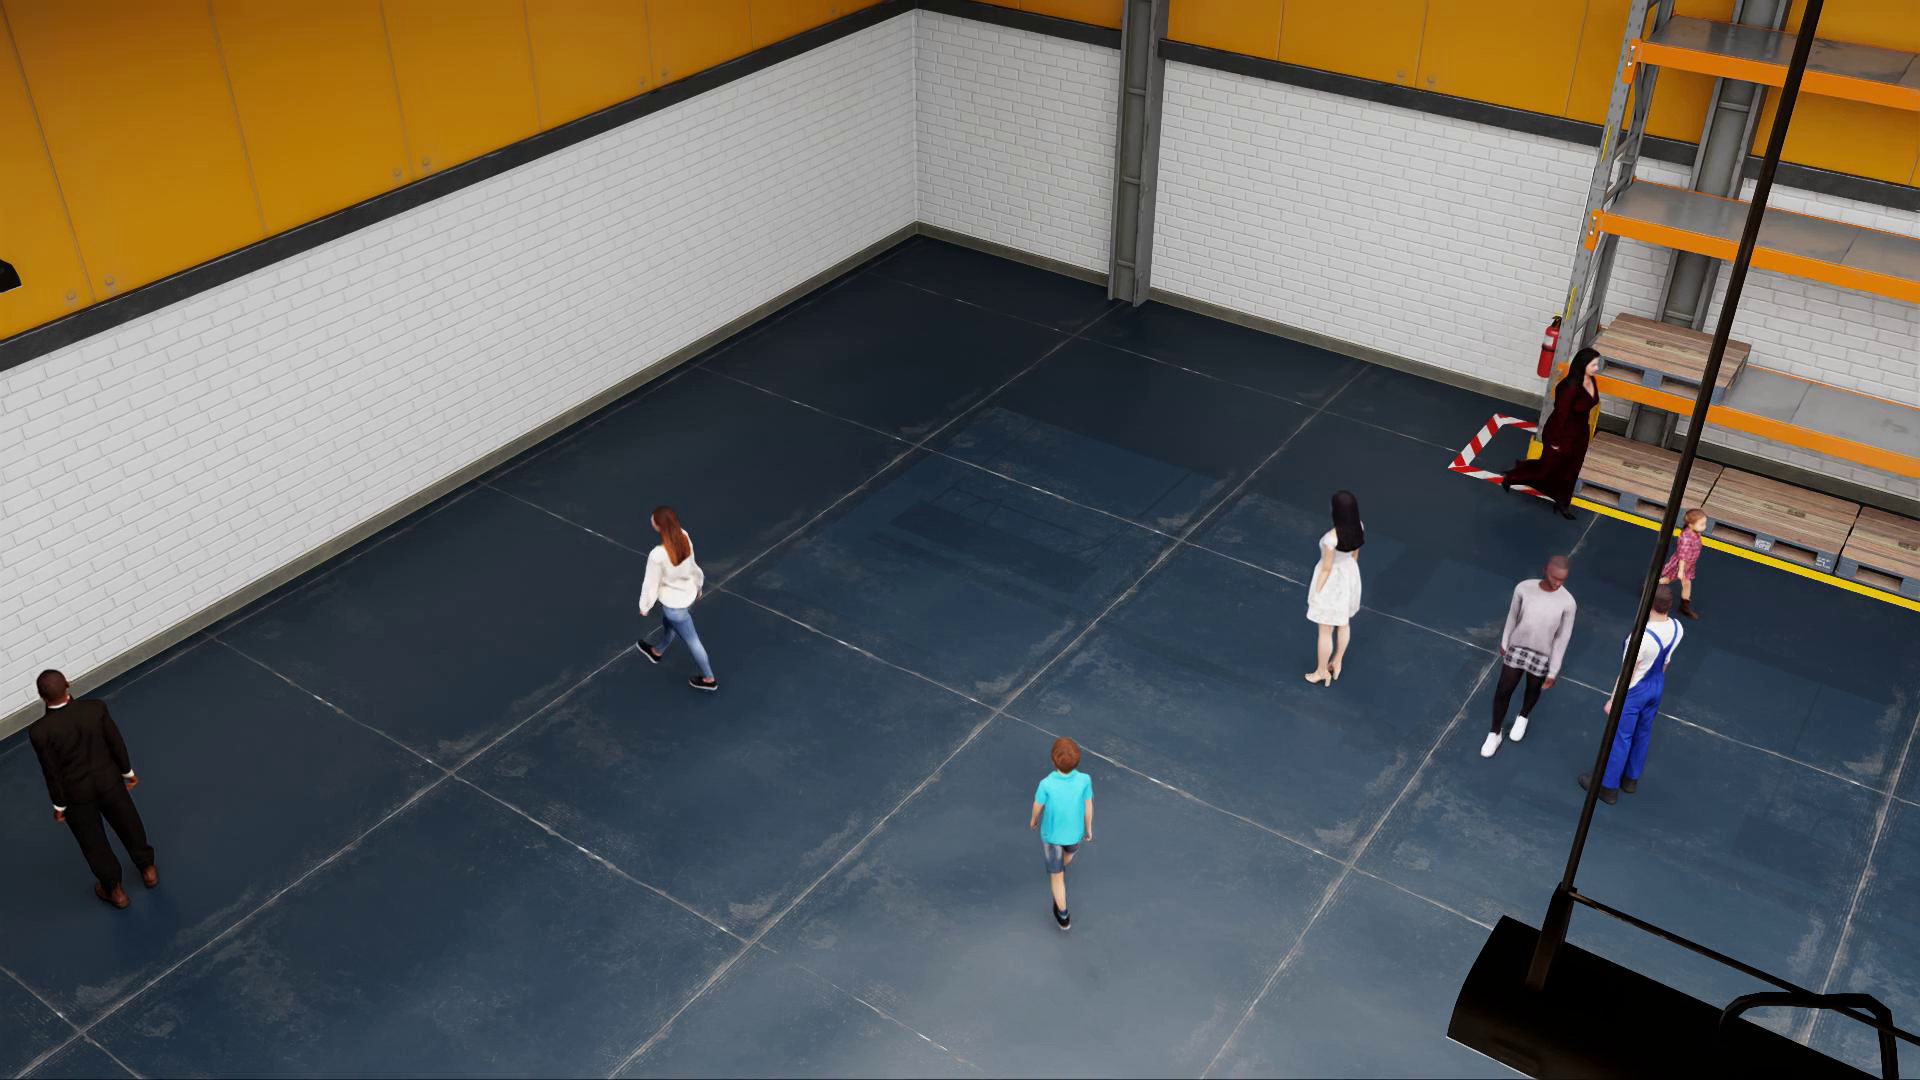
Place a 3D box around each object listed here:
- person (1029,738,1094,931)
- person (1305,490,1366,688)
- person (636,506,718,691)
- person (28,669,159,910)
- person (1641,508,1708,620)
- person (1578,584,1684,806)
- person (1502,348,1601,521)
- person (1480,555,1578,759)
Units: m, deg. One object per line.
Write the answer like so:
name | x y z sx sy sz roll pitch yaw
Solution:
person | 0.696 1.966 11.045 0.906 1.411 0.982 -7 34 -10
person | 2.957 0.383 13.097 0.737 1.775 0.749 -21 39 -28
person | -2.144 0.499 13.036 1.086 1.652 0.744 16 37 22
person | -5.801 1.639 11.093 0.625 1.904 0.730 26 41 33
person | 6.094 0.163 14.116 0.523 1.014 0.775 -27 42 -35
person | 4.880 1.095 11.959 0.716 1.851 0.725 -15 37 -22
person | 5.451 -0.998 15.215 1.005 1.732 0.749 27 42 34
person | 4.336 0.793 12.509 0.821 1.745 0.741 17 37 24
